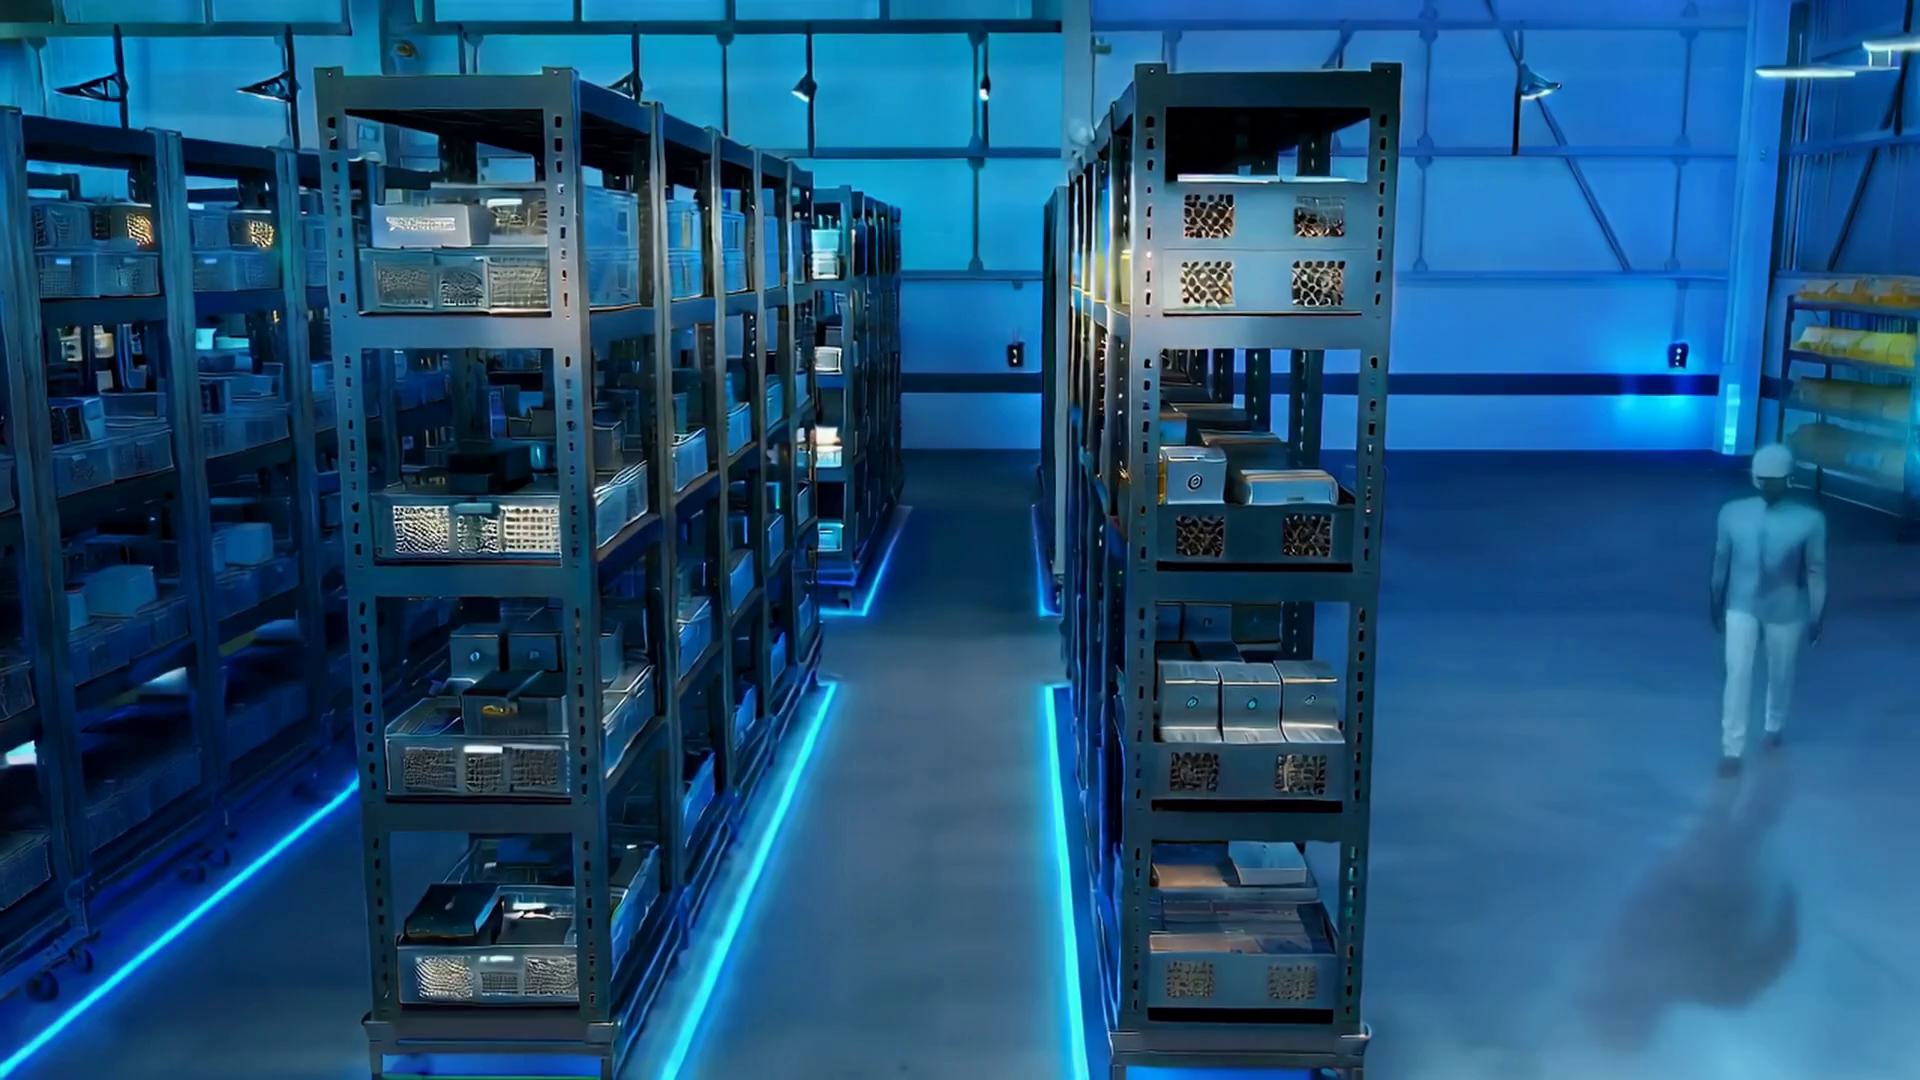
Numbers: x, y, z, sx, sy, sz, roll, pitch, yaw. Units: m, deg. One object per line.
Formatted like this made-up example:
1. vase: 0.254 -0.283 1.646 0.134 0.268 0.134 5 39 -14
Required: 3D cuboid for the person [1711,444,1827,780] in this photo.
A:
1. person: 4.799 0.390 9.885 0.630 1.950 1.009 6 12 33
